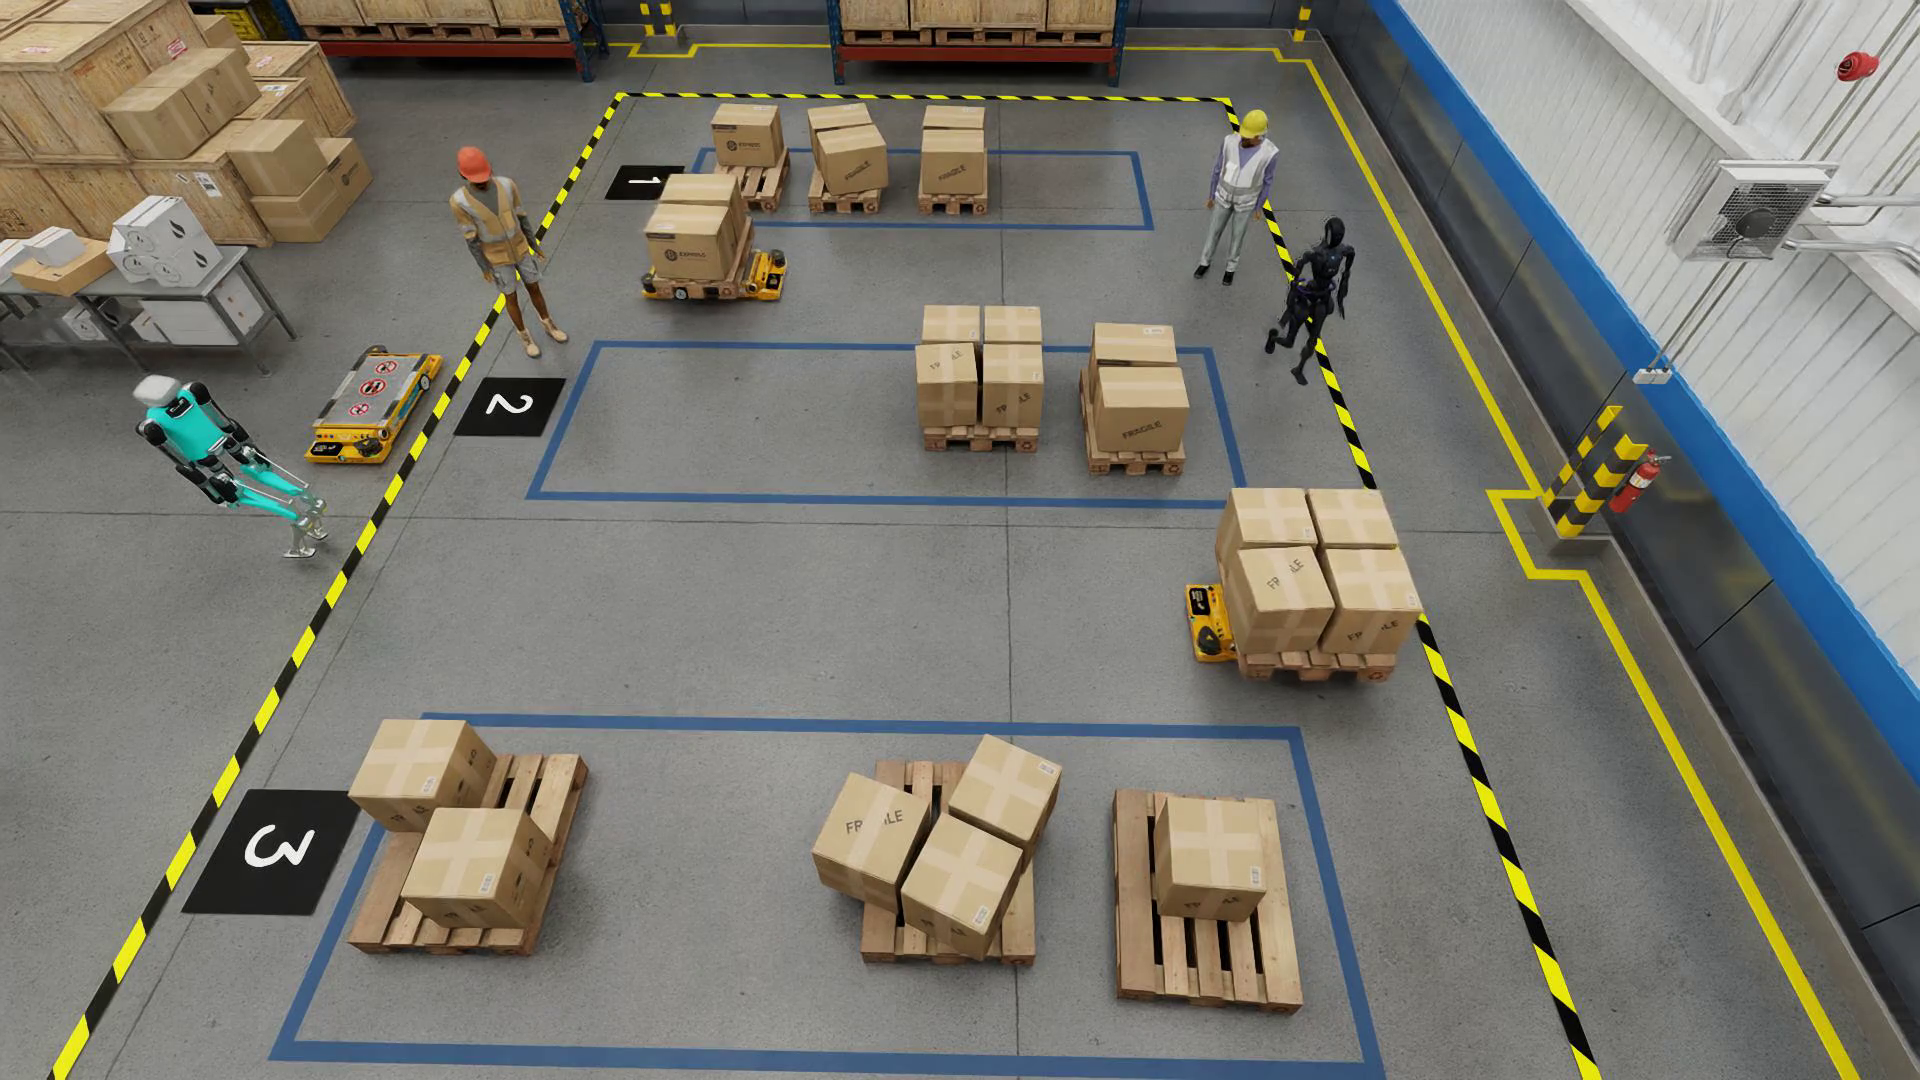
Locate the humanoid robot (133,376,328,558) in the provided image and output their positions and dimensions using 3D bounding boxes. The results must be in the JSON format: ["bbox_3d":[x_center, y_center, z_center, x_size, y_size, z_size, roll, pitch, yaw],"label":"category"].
[{"bbox_3d":[-5.171,-0.478,6.719,0.735,1.681,0.533,9,50,8],"label":"humanoid robot"}]

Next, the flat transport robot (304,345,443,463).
[{"bbox_3d":[-5.383,-1.269,8.441,0.659,0.231,1.431,1,50,1],"label":"flat transport robot"}]

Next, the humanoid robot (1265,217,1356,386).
[{"bbox_3d":[3.194,-2.210,8.322,0.599,1.644,0.535,-8,50,-6],"label":"humanoid robot"}]

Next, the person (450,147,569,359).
[{"bbox_3d":[-4.141,-2.626,8.435,0.388,2.033,0.604,36,59,26],"label":"person"}]

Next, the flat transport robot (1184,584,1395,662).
[{"bbox_3d":[2.453,0.590,6.849,1.431,0.197,0.652,1,50,1],"label":"flat transport robot"}]

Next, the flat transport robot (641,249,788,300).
[{"bbox_3d":[-2.603,-2.839,9.751,1.431,0.197,0.652,1,50,1],"label":"flat transport robot"}]

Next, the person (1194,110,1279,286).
[{"bbox_3d":[2.792,-3.443,9.263,0.589,1.821,0.404,22,53,18],"label":"person"}]
